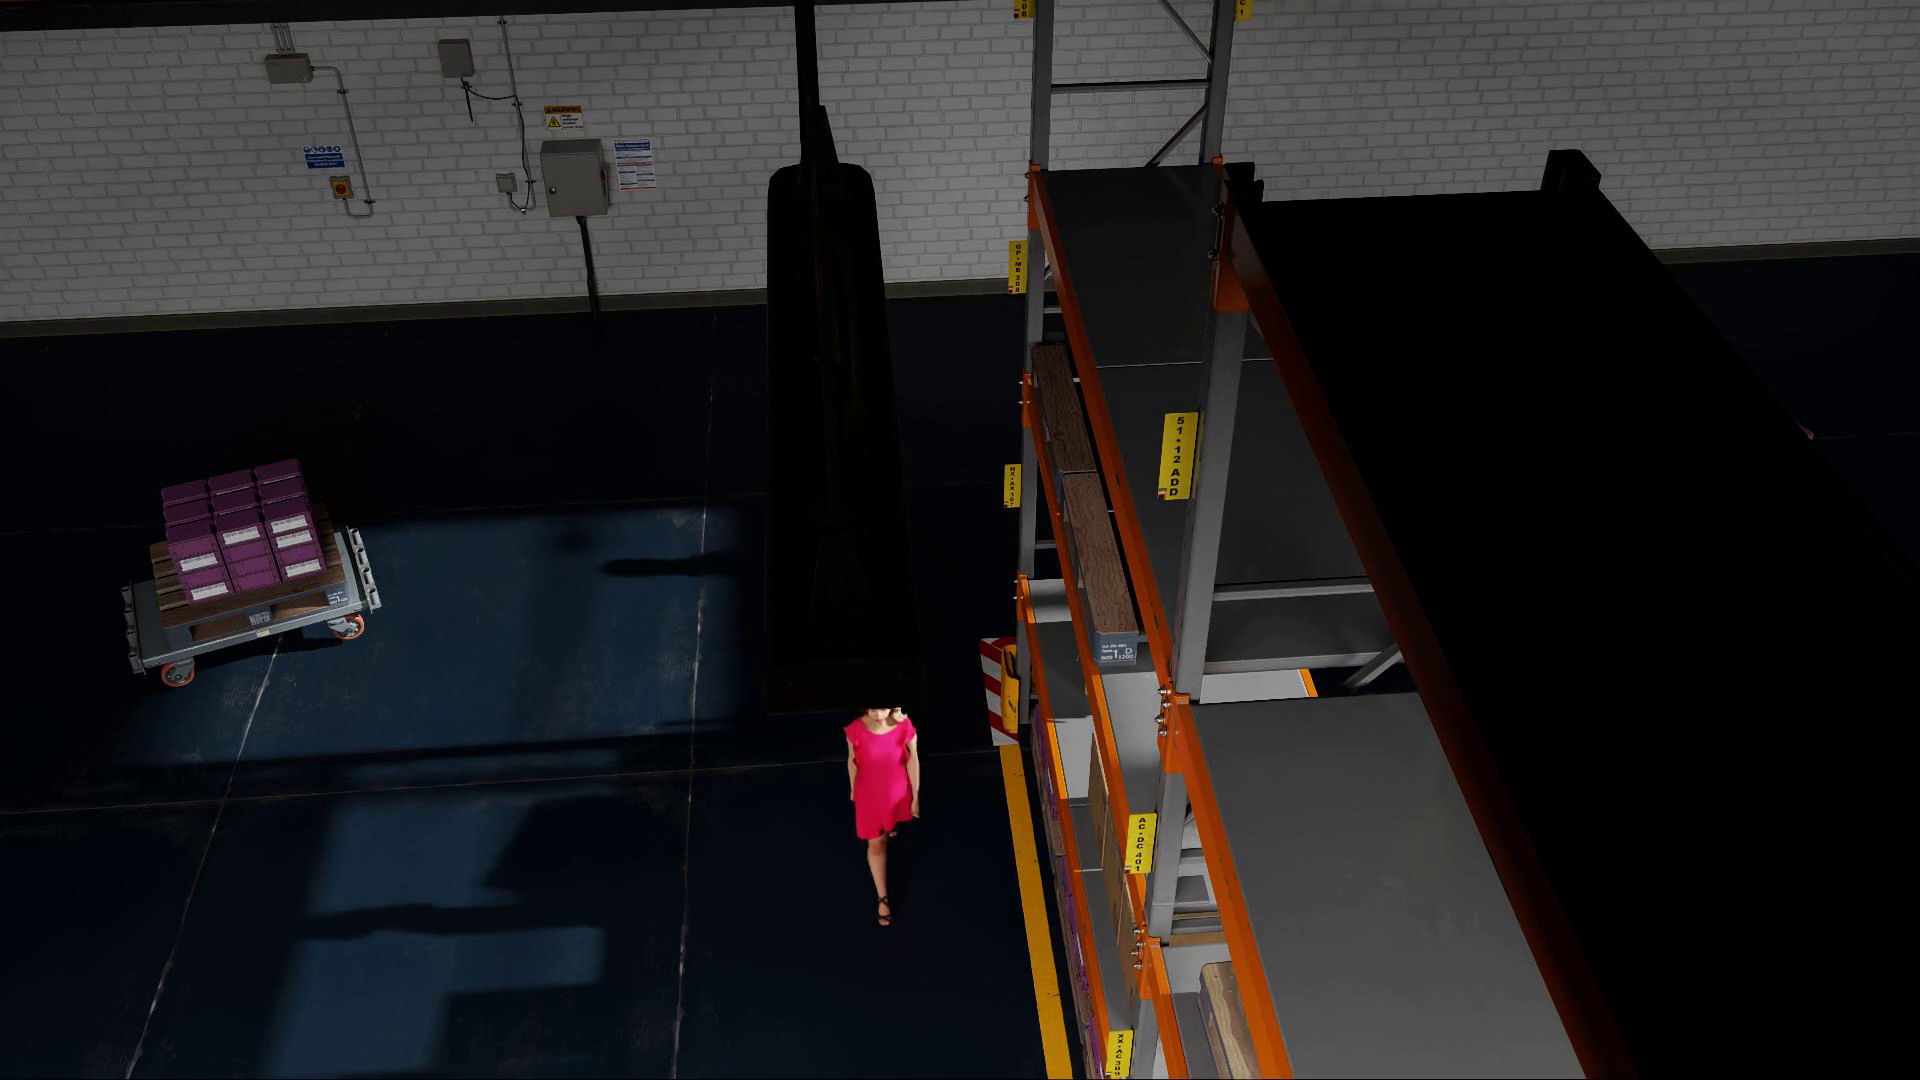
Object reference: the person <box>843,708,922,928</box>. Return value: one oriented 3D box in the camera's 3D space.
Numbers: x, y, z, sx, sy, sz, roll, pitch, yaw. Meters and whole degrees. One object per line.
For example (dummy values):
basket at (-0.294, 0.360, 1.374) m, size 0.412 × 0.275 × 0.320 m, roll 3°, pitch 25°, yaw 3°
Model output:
person at (-0.437, 1.402, 9.746) m, size 0.574 × 1.683 × 1.039 m, roll -3°, pitch 39°, yaw -4°
